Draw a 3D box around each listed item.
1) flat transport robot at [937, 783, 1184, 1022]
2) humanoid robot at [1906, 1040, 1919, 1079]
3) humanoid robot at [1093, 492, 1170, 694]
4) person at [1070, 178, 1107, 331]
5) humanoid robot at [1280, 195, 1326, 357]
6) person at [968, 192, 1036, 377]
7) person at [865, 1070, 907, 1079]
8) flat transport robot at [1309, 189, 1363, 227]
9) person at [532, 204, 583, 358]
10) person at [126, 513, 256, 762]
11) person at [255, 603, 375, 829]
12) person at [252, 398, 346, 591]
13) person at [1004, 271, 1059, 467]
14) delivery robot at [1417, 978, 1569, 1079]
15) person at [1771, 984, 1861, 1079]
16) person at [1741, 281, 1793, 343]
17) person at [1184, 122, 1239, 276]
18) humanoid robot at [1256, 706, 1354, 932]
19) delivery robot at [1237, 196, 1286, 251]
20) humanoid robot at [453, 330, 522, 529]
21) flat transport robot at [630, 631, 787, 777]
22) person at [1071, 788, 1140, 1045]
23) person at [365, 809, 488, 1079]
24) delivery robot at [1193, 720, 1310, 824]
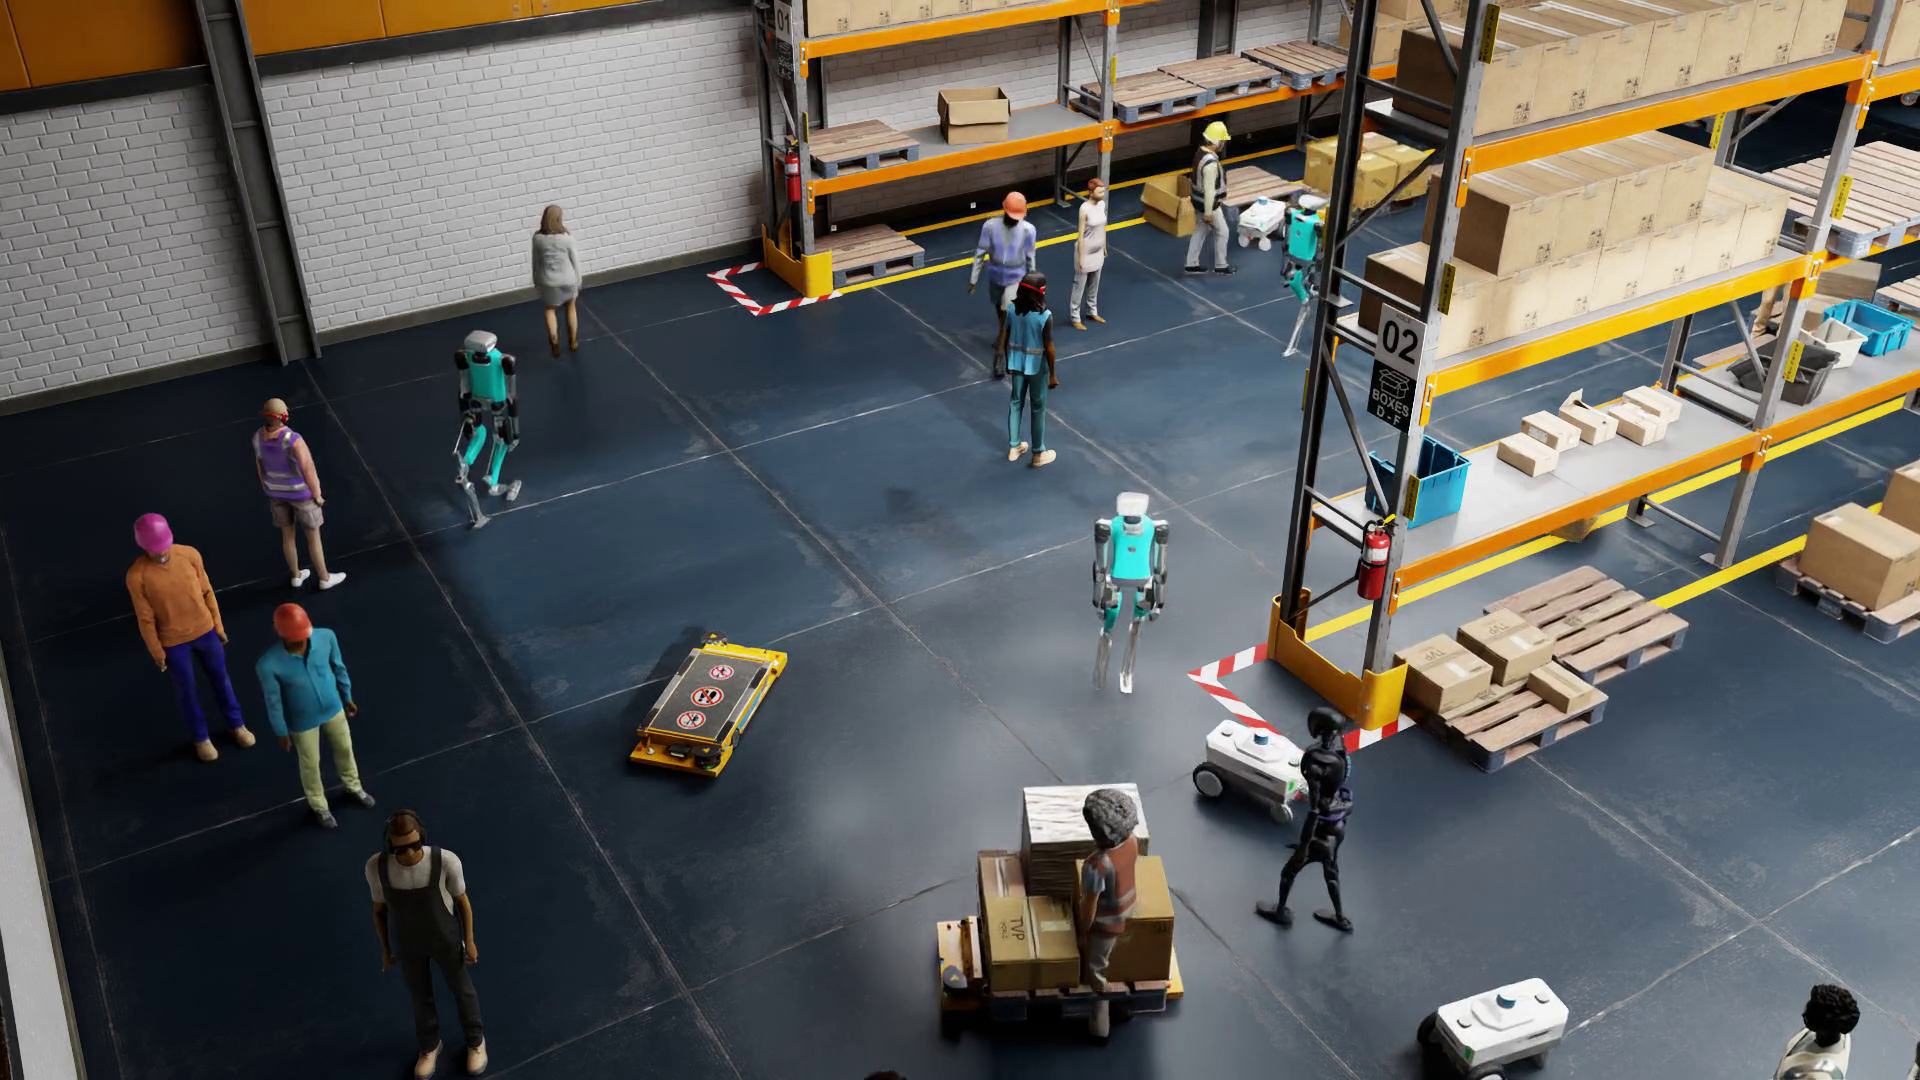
[{"bbox_3d":[0.593,2.512,10.078,1.431,0.231,0.659,-2,32,-3],"label":"flat transport robot"},{"bbox_3d":[4.322,3.027,7.826,0.718,1.747,0.531,-6,33,-10],"label":"humanoid robot"},{"bbox_3d":[1.220,0.375,12.161,0.544,1.850,0.668,2,32,3],"label":"humanoid robot"},{"bbox_3d":[1.385,-3.039,17.628,0.284,1.653,0.441,27,41,36],"label":"person"},{"bbox_3d":[3.715,-2.760,17.133,0.912,1.795,0.551,-23,39,-32],"label":"humanoid robot"},{"bbox_3d":[0.438,-2.659,16.825,0.646,1.865,1.011,9,33,13],"label":"person"},{"bbox_3d":[-0.422,3.151,7.563,0.831,1.869,0.532,-21,38,-30],"label":"person"},{"bbox_3d":[4.735,-4.225,20.822,0.659,0.231,1.431,16,36,24],"label":"flat transport robot"},{"bbox_3d":[-4.101,-2.628,16.973,0.505,1.638,0.589,-5,32,-8],"label":"person"},{"bbox_3d":[-5.331,0.652,11.446,0.521,1.972,0.405,-27,41,-36],"label":"person"},{"bbox_3d":[-4.222,1.132,10.897,0.374,1.740,0.564,24,39,33],"label":"person"},{"bbox_3d":[-5.338,-0.359,13.313,0.484,1.693,0.347,7,33,11],"label":"person"},{"bbox_3d":[0.626,-1.544,15.042,0.532,1.865,0.375,21,37,29],"label":"person"},{"bbox_3d":[3.024,2.763,9.396,0.753,0.581,0.516,-11,34,-17],"label":"delivery robot"},{"bbox_3d":[4.139,2.838,8.220,0.320,1.693,0.534,18,36,26],"label":"person"},{"bbox_3d":[8.474,-2.741,17.060,0.343,1.746,0.571,-26,40,-35],"label":"person"},{"bbox_3d":[2.911,-3.820,18.731,0.709,1.801,0.602,-4,32,-6],"label":"person"},{"bbox_3d":[2.163,1.705,10.060,0.595,1.629,0.601,15,35,23],"label":"humanoid robot"},{"bbox_3d":[3.632,-3.817,19.910,0.525,0.602,0.774,20,37,28],"label":"delivery robot"},{"bbox_3d":[-4.045,-0.842,14.078,0.548,1.750,1.064,5,32,9],"label":"humanoid robot"},{"bbox_3d":[-1.822,1.184,12.196,0.659,0.231,1.431,8,33,13],"label":"flat transport robot"},{"bbox_3d":[0.820,2.116,9.386,0.357,1.671,0.450,23,39,32],"label":"person"},{"bbox_3d":[-2.908,2.205,9.083,0.512,1.846,0.338,-4,32,-6],"label":"person"},{"bbox_3d":[2.017,1.544,11.371,0.815,0.614,0.499,23,39,32],"label":"delivery robot"}]
